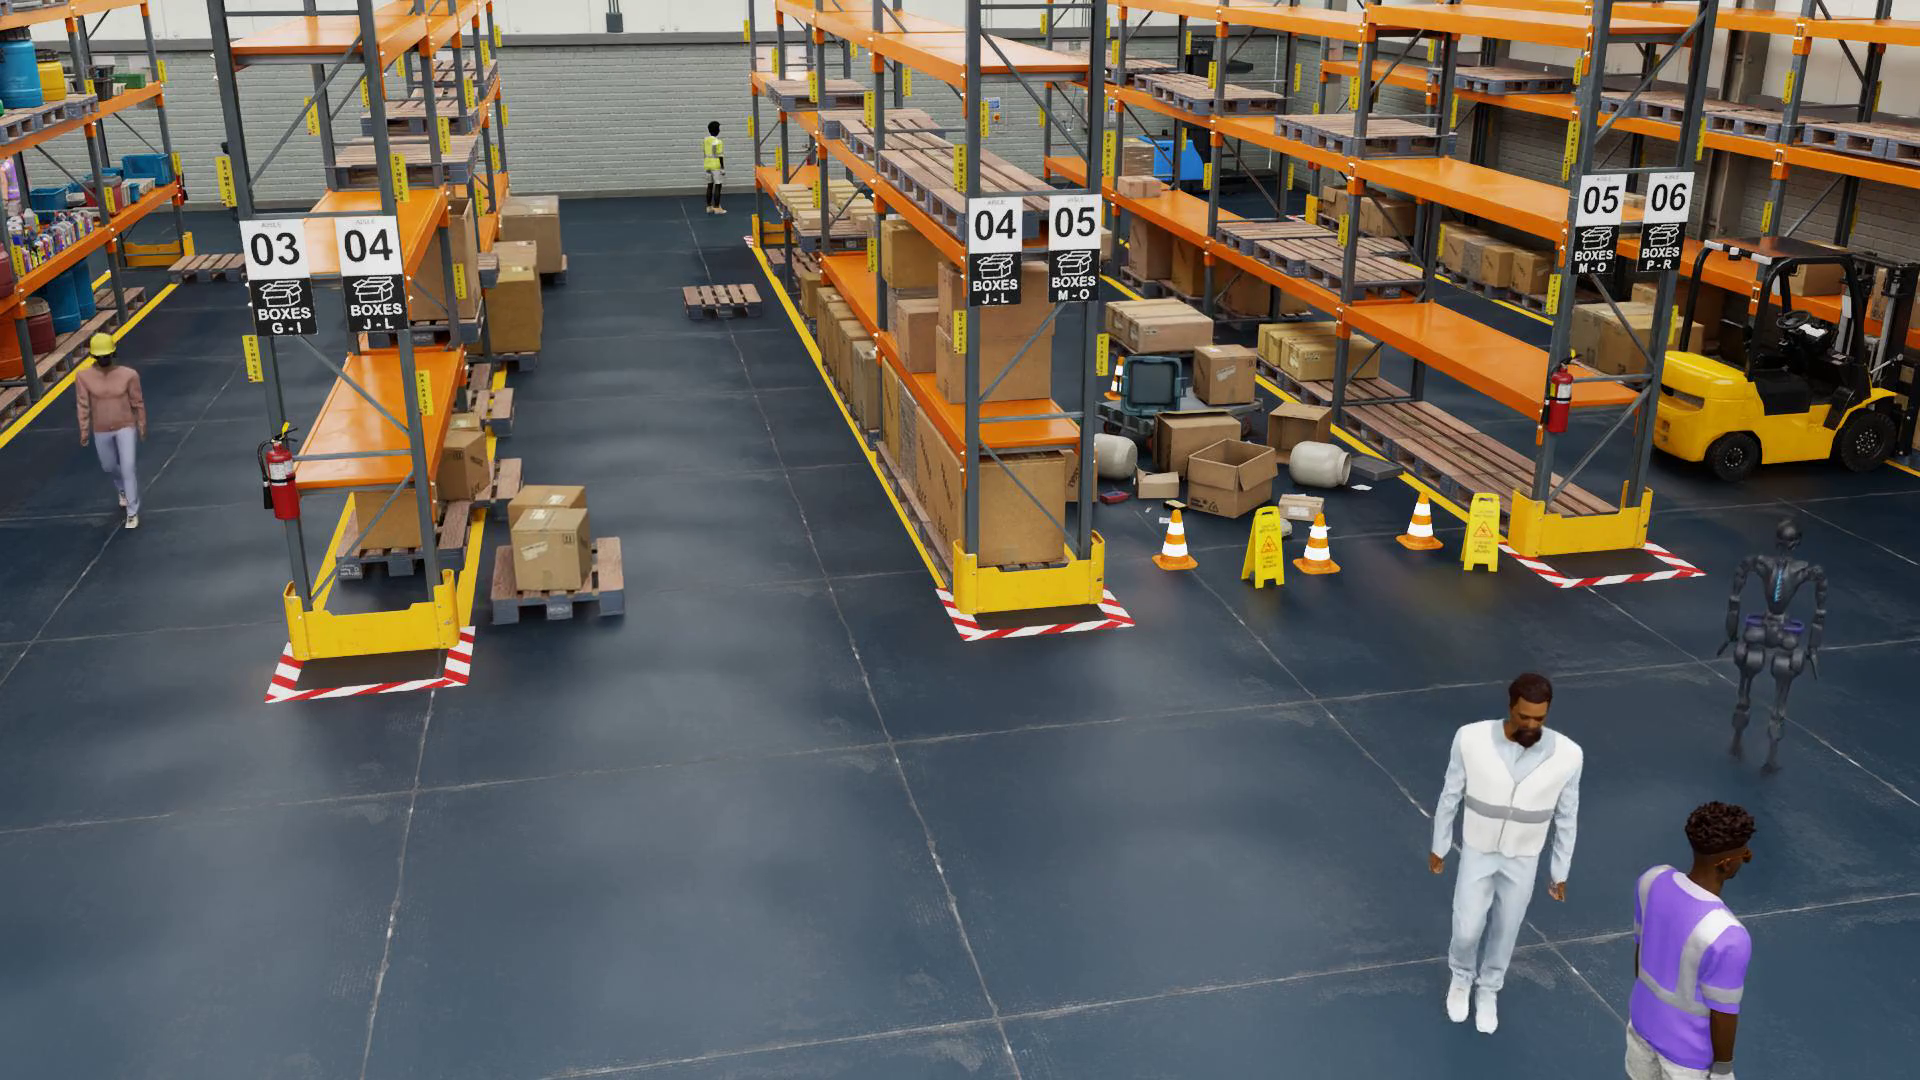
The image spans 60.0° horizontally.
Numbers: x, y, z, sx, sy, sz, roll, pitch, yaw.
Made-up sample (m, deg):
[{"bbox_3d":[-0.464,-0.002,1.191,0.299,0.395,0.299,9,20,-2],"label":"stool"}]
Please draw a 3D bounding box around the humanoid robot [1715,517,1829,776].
[{"bbox_3d":[5.076,0.650,10.429,0.599,1.659,0.333,12,24,29],"label":"humanoid robot"}]

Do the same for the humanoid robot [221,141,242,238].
[{"bbox_3d":[-12.164,-5.904,28.076,0.429,1.640,0.611,7,22,19],"label":"humanoid robot"}]

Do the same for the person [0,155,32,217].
[{"bbox_3d":[-15.368,-5.566,27.155,0.346,1.688,0.489,12,23,28],"label":"person"}]

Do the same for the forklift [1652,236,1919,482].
[{"bbox_3d":[8.013,-1.814,16.330,2.313,2.155,1.214,-4,21,-12],"label":"forklift"}]

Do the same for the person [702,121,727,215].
[{"bbox_3d":[-4.519,-6.844,30.593,0.537,1.687,0.319,17,27,39],"label":"person"}]

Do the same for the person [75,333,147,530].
[{"bbox_3d":[-7.535,-1.024,14.845,0.531,1.736,0.787,-6,21,-15],"label":"person"}]

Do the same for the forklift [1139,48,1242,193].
[{"bbox_3d":[4.566,-8.313,32.860,1.873,2.768,1.129,-4,21,-12],"label":"forklift"}]

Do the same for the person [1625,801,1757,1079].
[{"bbox_3d":[2.860,1.927,6.597,0.372,1.961,0.604,-4,21,-10],"label":"person"}]

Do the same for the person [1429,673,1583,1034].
[{"bbox_3d":[2.558,1.478,7.860,0.643,1.907,0.453,4,21,11],"label":"person"}]
